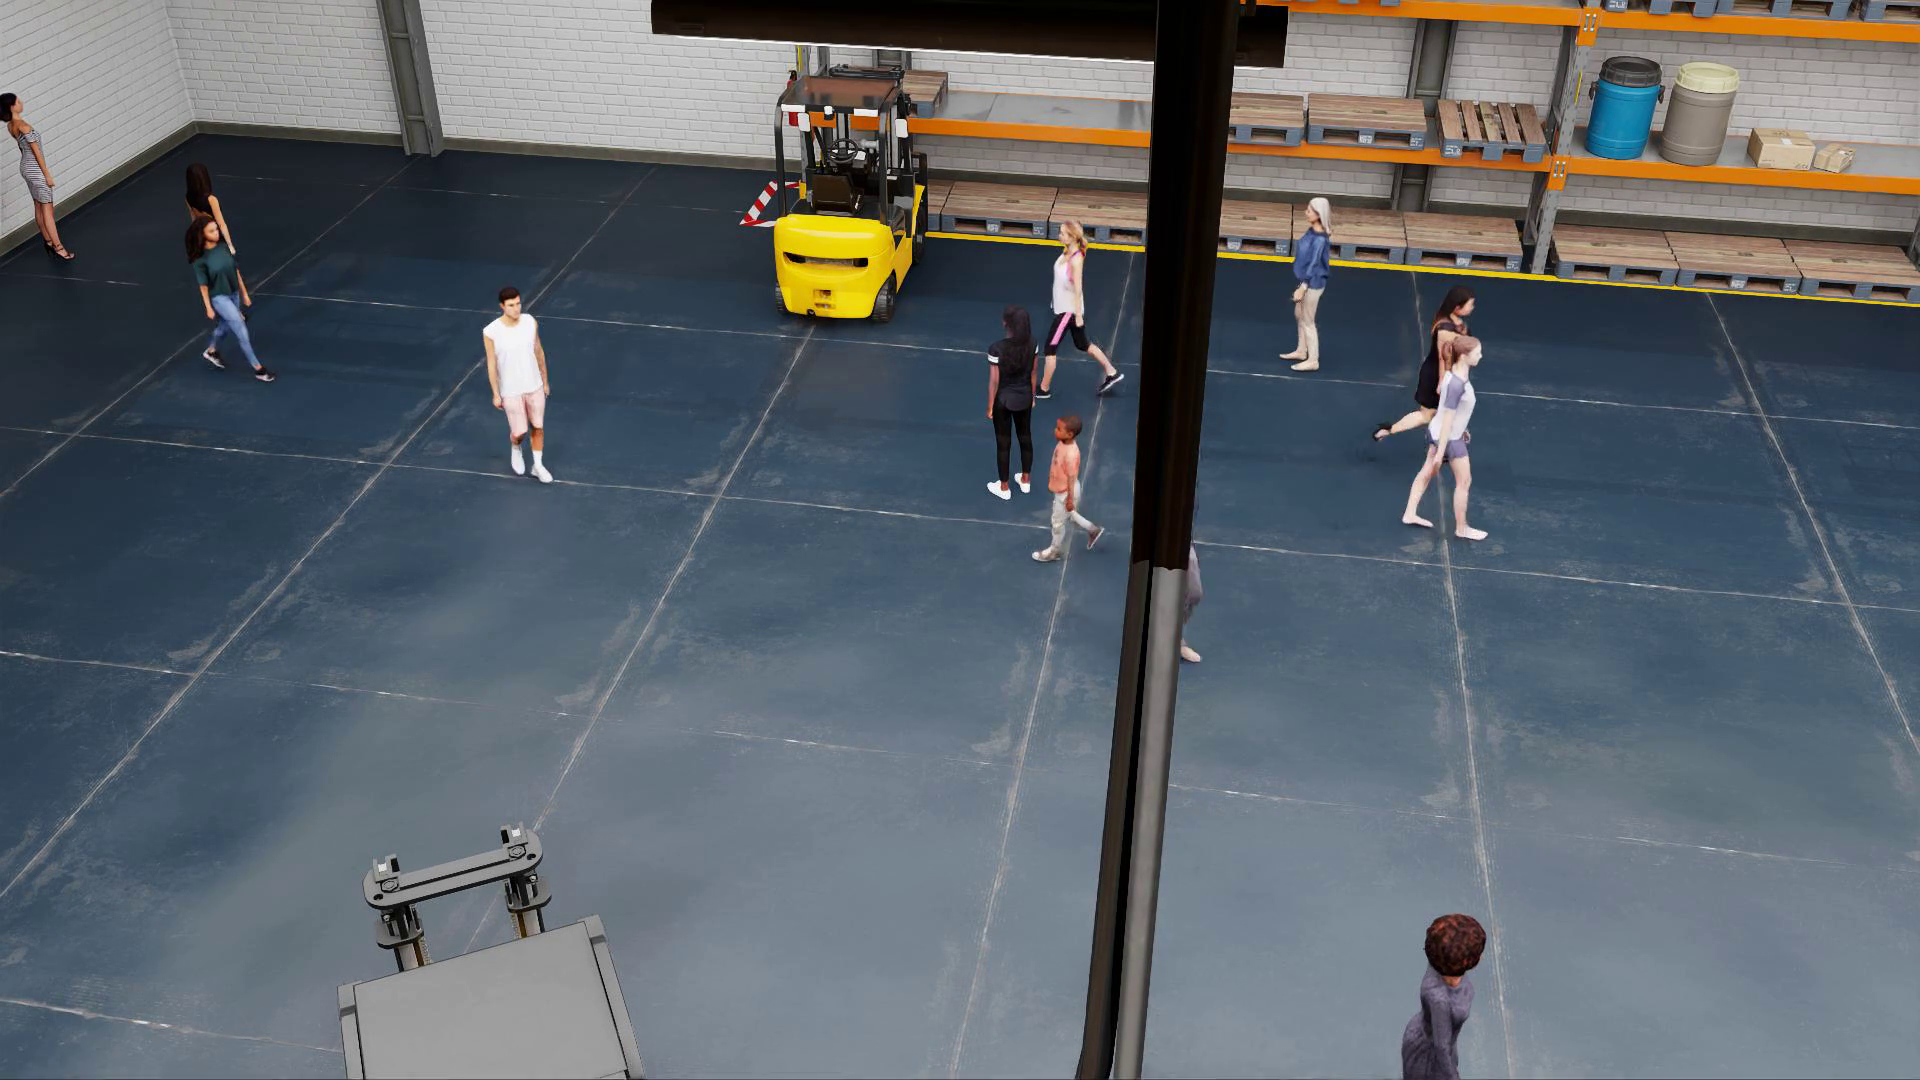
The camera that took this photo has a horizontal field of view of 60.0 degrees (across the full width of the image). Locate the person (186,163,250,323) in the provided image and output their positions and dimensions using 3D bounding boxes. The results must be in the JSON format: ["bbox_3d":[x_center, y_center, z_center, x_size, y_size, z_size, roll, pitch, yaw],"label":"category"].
[{"bbox_3d":[-7.362,-2.906,16.377,0.478,1.647,0.647,12,35,17],"label":"person"}]

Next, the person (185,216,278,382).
[{"bbox_3d":[-6.891,-2.248,15.447,1.130,1.579,0.736,12,35,17],"label":"person"}]

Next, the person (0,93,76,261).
[{"bbox_3d":[-9.823,-3.862,17.658,0.637,1.820,0.736,27,42,35],"label":"person"}]

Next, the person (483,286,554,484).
[{"bbox_3d":[-3.696,-1.320,13.869,0.841,1.780,0.901,-22,39,-29],"label":"person"}]

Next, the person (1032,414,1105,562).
[{"bbox_3d":[0.876,-0.409,12.935,0.837,1.299,0.599,-2,34,-4],"label":"person"}]

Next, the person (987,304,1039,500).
[{"bbox_3d":[0.431,-1.146,13.643,0.696,1.742,0.773,-17,37,-23],"label":"person"}]

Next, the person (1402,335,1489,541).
[{"bbox_3d":[3.766,-0.830,13.165,0.861,1.745,0.557,5,34,7],"label":"person"}]

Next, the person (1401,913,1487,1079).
[{"bbox_3d":[2.262,2.501,8.189,0.701,1.706,0.678,15,37,22],"label":"person"}]

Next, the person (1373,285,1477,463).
[{"bbox_3d":[3.956,-1.369,14.027,0.964,1.689,0.708,8,34,12],"label":"person"}]

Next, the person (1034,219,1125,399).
[{"bbox_3d":[1.089,-2.062,15.013,1.211,1.752,0.754,-1,34,-1],"label":"person"}]

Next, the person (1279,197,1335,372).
[{"bbox_3d":[3.314,-2.380,15.543,0.607,1.694,0.651,2,34,3],"label":"person"}]
